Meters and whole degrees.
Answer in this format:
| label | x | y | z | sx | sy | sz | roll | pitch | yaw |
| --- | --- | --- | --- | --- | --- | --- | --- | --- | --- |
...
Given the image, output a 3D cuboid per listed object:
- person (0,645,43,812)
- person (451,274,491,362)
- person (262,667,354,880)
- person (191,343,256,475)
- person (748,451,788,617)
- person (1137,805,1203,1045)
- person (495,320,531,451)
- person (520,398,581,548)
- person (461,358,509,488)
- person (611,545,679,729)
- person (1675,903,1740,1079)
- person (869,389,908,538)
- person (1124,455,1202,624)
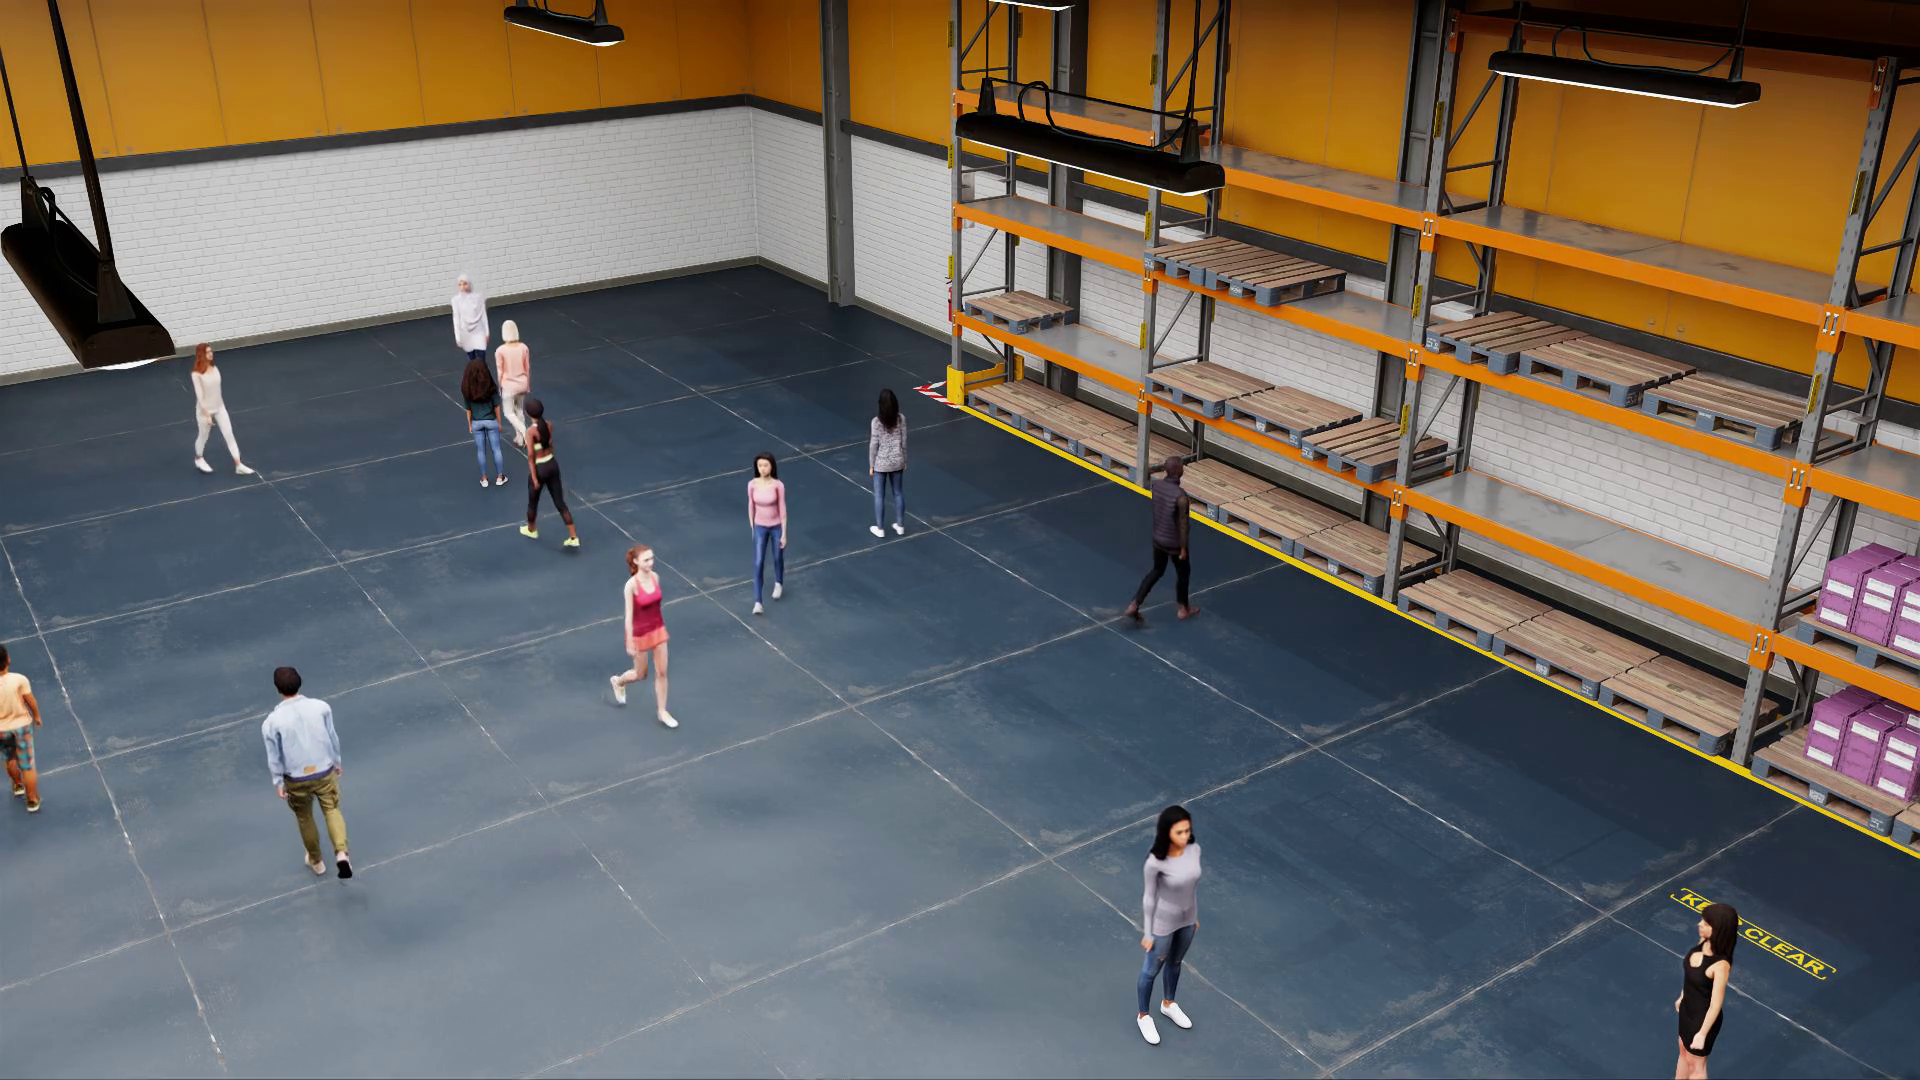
| label | x | y | z | sx | sy | sz | roll | pitch | yaw |
| --- | --- | --- | --- | --- | --- | --- | --- | --- | --- |
| person | -7.763 | 1.571 | 13.630 | 0.610 | 1.445 | 0.812 | -11 | 26 | -24 |
| person | -6.885 | -2.887 | 23.481 | 0.913 | 1.723 | 1.230 | -6 | 24 | -13 |
| person | -4.918 | 1.815 | 12.638 | 0.682 | 1.794 | 0.918 | -15 | 28 | -31 |
| person | -9.348 | -1.587 | 20.590 | 1.167 | 1.658 | 0.930 | 11 | 26 | 24 |
| person | -1.939 | -0.121 | 17.186 | 1.050 | 1.698 | 1.171 | 2 | 24 | 5 |
| person | 1.394 | 2.528 | 11.081 | 0.611 | 1.735 | 0.519 | -14 | 27 | -30 |
| person | -5.695 | -1.953 | 21.367 | 0.656 | 1.705 | 0.910 | -20 | 30 | -38 |
| person | -4.550 | -0.703 | 18.505 | 1.225 | 1.707 | 0.797 | 18 | 29 | 35 |
| person | -5.807 | -1.442 | 20.309 | 0.698 | 1.617 | 0.726 | -4 | 24 | -8 |
| person | -2.867 | 0.832 | 14.955 | 1.034 | 1.738 | 0.727 | 18 | 30 | 36 |
| person | 4.564 | 2.937 | 10.251 | 0.676 | 1.650 | 0.593 | 2 | 24 | 4 |
| person | -0.810 | -0.879 | 18.877 | 0.642 | 1.732 | 0.581 | -11 | 26 | -24 |
| person | 2.035 | 0.035 | 16.695 | 0.765 | 1.806 | 1.043 | -16 | 28 | -32 |
